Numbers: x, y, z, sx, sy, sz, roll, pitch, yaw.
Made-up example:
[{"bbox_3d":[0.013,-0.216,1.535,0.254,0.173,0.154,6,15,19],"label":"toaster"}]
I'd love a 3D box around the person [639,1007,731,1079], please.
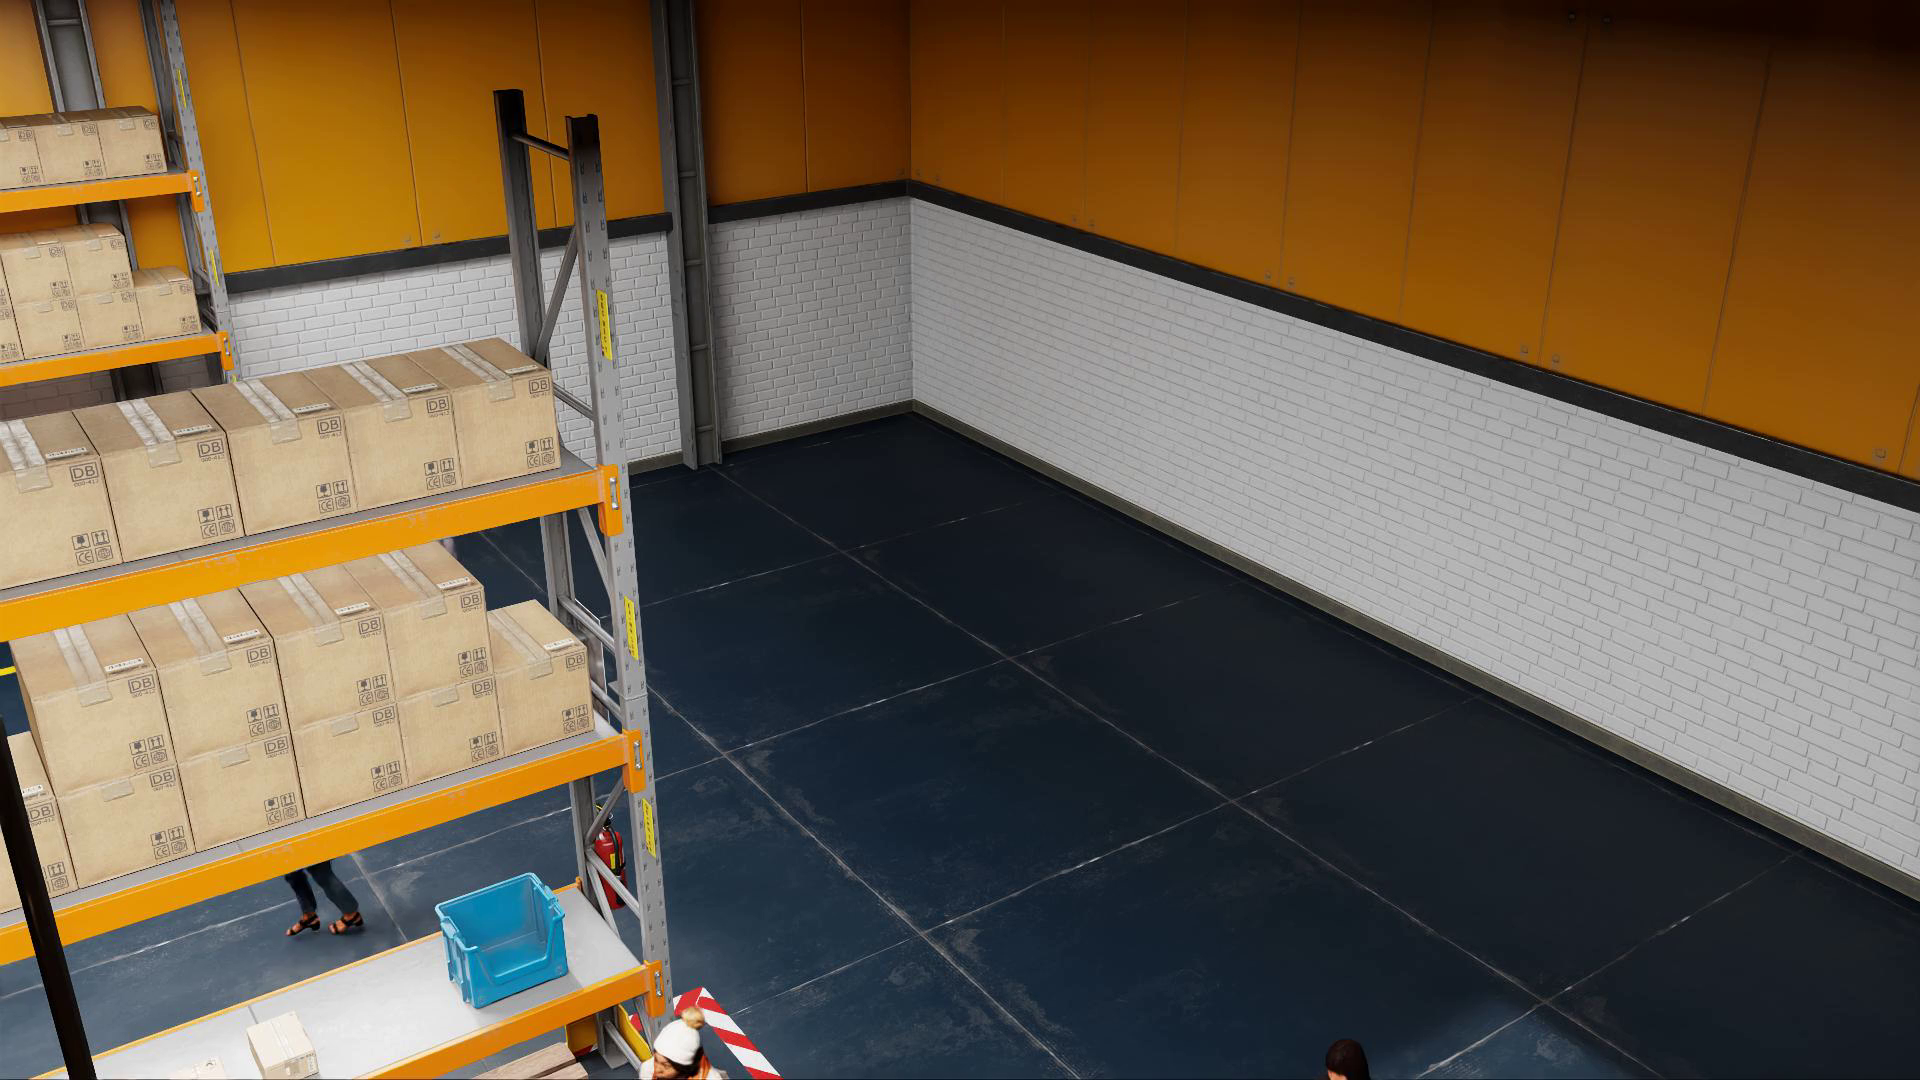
[{"bbox_3d":[-1.372,3.159,8.522,0.825,1.894,0.871,6,24,14],"label":"person"}]

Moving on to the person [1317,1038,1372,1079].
[{"bbox_3d":[2.084,3.205,8.784,0.889,1.600,1.135,11,26,23],"label":"person"}]
